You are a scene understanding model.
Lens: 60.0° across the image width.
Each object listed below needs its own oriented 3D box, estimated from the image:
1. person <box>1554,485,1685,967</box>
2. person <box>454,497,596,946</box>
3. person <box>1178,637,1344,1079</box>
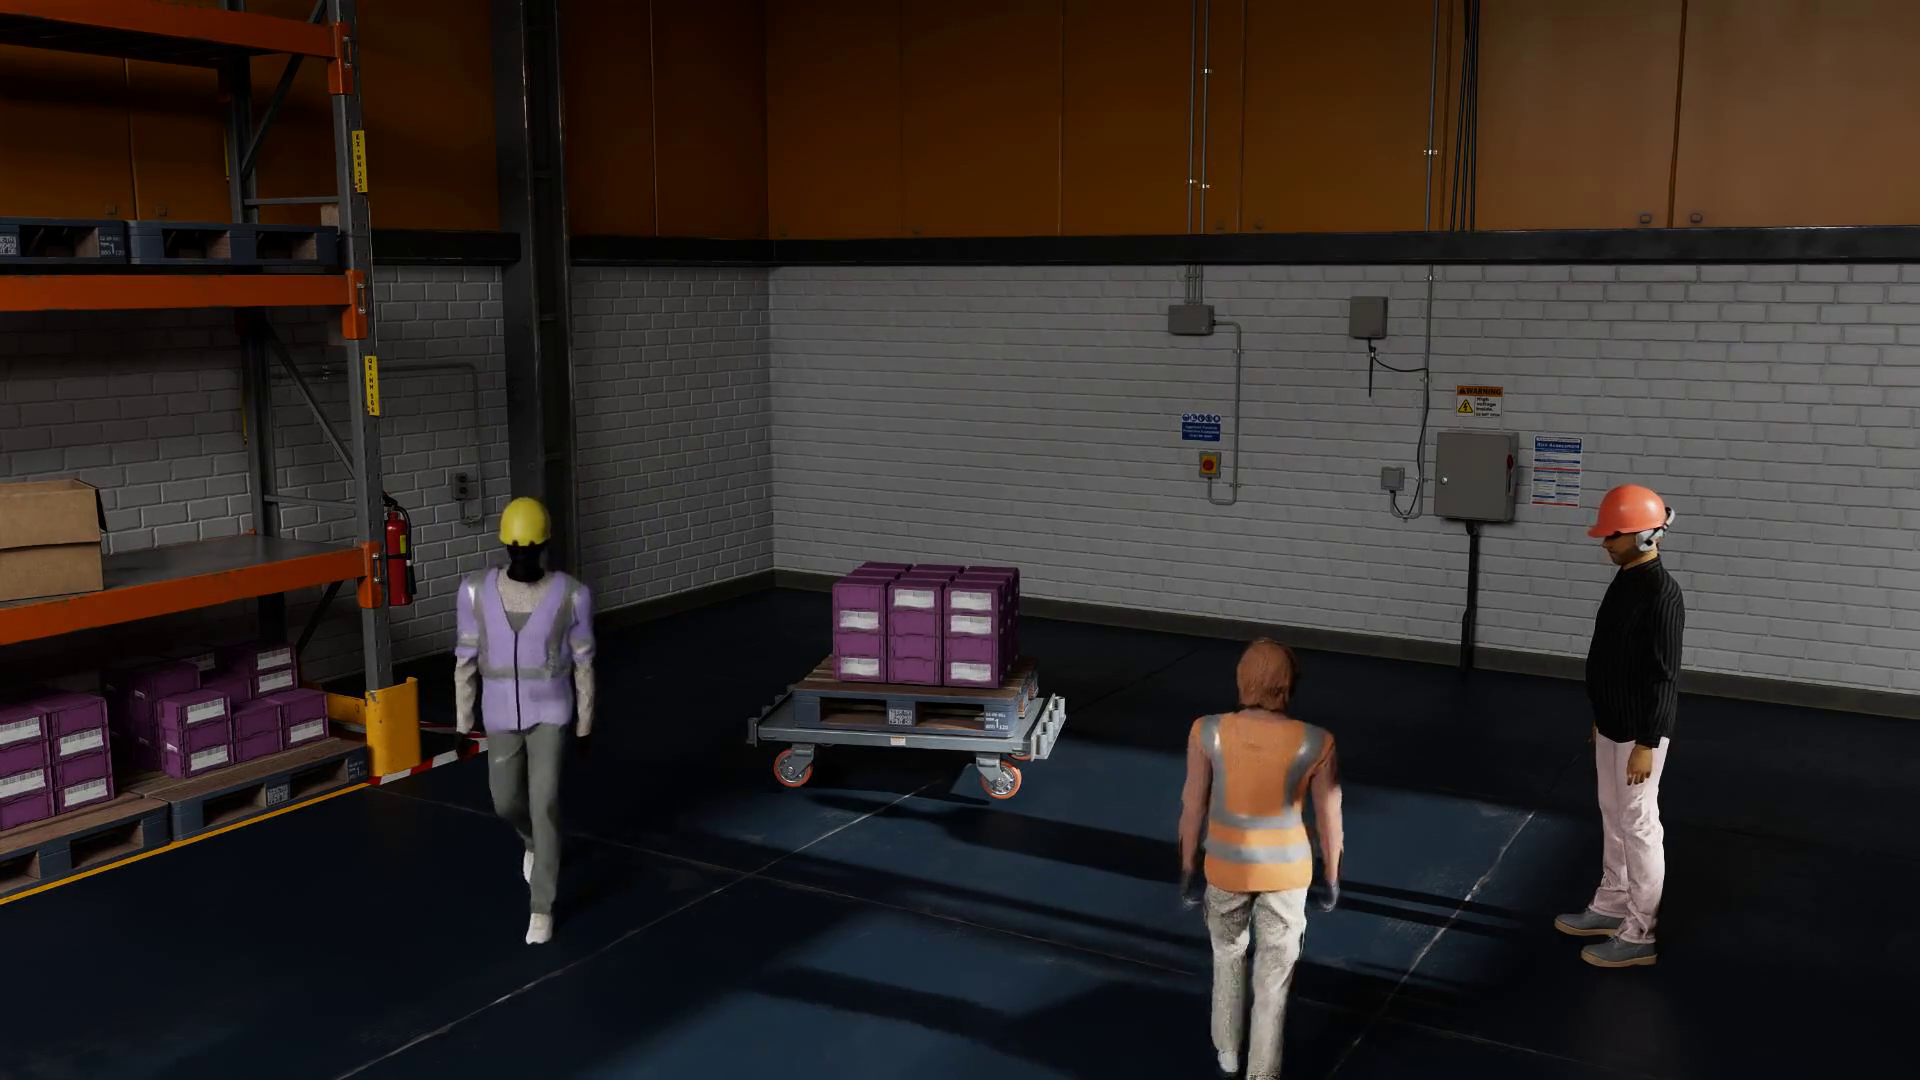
[{"bbox_3d":[2.744,0.758,6.860,0.387,1.987,0.608,1,9,3],"label":"person"},{"bbox_3d":[-1.878,0.734,7.293,0.597,1.900,0.806,0,9,0],"label":"person"},{"bbox_3d":[1.036,1.126,5.689,0.541,1.620,0.598,3,10,19],"label":"person"}]
